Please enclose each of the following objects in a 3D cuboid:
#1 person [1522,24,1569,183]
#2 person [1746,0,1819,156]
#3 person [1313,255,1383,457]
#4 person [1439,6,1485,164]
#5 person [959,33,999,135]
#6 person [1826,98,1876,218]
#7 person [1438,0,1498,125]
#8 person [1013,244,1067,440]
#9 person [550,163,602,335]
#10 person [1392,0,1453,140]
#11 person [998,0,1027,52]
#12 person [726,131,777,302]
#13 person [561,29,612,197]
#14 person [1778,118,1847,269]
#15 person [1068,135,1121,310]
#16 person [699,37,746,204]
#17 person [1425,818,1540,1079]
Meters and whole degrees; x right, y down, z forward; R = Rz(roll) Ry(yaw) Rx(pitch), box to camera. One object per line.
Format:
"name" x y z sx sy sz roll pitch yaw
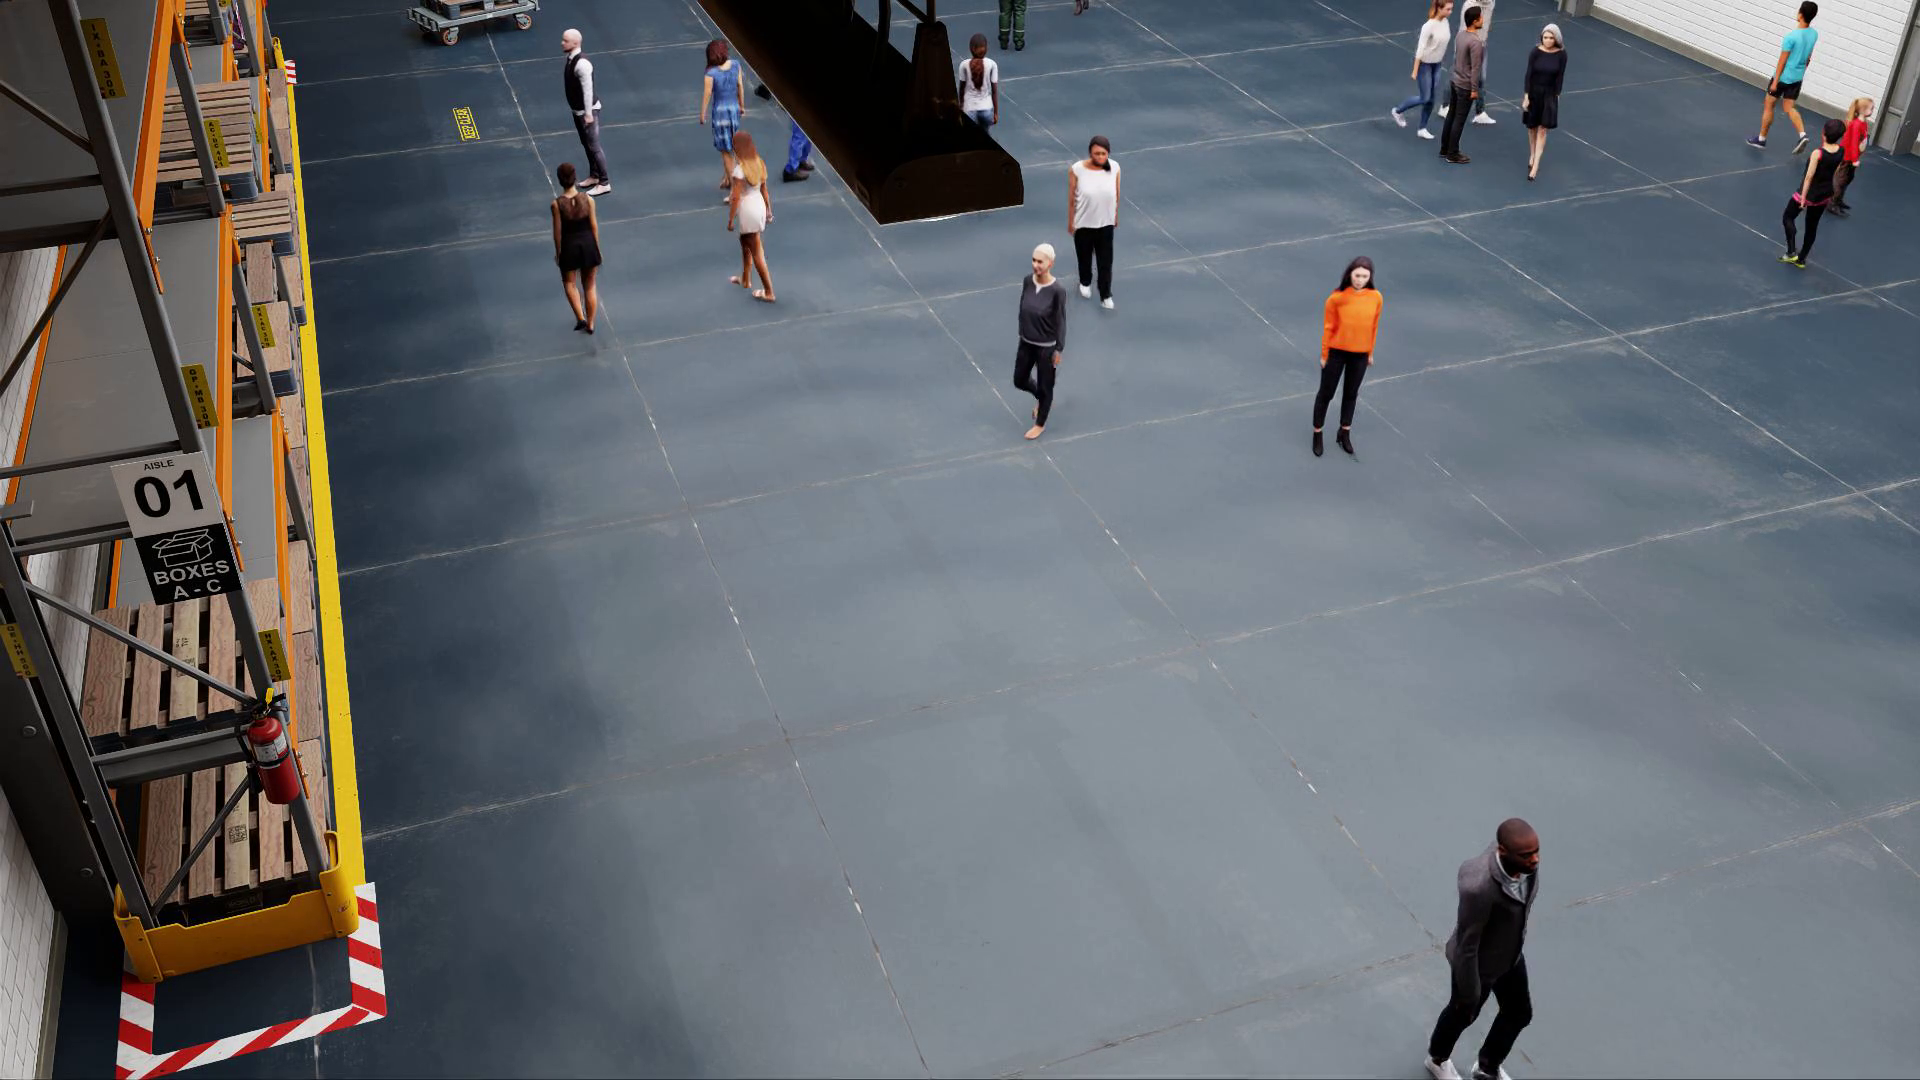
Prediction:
"person" 6.554 -4.976 18.815 1.034 1.708 1.153 10 35 14
"person" 9.668 -5.305 19.272 0.619 1.751 1.032 -12 36 -18
"person" 3.149 -1.517 13.574 0.665 1.749 0.622 -4 34 -6
"person" 5.801 -5.265 19.196 0.742 1.768 0.533 -28 43 -35
"person" 0.198 -4.690 18.417 0.801 1.671 1.198 -2 34 -3
"person" 9.575 -4.152 17.960 0.664 1.281 0.615 23 40 30
"person" 6.144 -6.001 20.258 0.816 1.817 1.104 -18 38 -25
"person" 0.711 -1.691 13.864 0.781 1.718 0.847 23 40 30
"person" -3.510 -2.643 15.336 0.595 1.675 0.648 -13 36 -19
"person" 5.525 -5.653 19.832 0.791 1.709 0.913 -22 39 -29
"person" 0.717 -7.646 22.711 0.721 1.842 0.726 2 34 4
"person" -1.939 -3.094 16.015 0.965 1.674 0.888 17 37 23
"person" -4.134 -4.725 18.335 0.775 1.820 0.575 -17 37 -24
"person" 8.601 -3.445 16.663 0.596 1.540 0.611 -5 34 -7
"person" 1.286 -3.113 16.056 0.822 1.660 1.046 -3 34 -4
"person" -2.477 -4.531 18.070 0.934 1.792 0.880 22 39 29
"person" 2.529 2.013 8.211 0.872 1.806 0.861 -23 40 -30
